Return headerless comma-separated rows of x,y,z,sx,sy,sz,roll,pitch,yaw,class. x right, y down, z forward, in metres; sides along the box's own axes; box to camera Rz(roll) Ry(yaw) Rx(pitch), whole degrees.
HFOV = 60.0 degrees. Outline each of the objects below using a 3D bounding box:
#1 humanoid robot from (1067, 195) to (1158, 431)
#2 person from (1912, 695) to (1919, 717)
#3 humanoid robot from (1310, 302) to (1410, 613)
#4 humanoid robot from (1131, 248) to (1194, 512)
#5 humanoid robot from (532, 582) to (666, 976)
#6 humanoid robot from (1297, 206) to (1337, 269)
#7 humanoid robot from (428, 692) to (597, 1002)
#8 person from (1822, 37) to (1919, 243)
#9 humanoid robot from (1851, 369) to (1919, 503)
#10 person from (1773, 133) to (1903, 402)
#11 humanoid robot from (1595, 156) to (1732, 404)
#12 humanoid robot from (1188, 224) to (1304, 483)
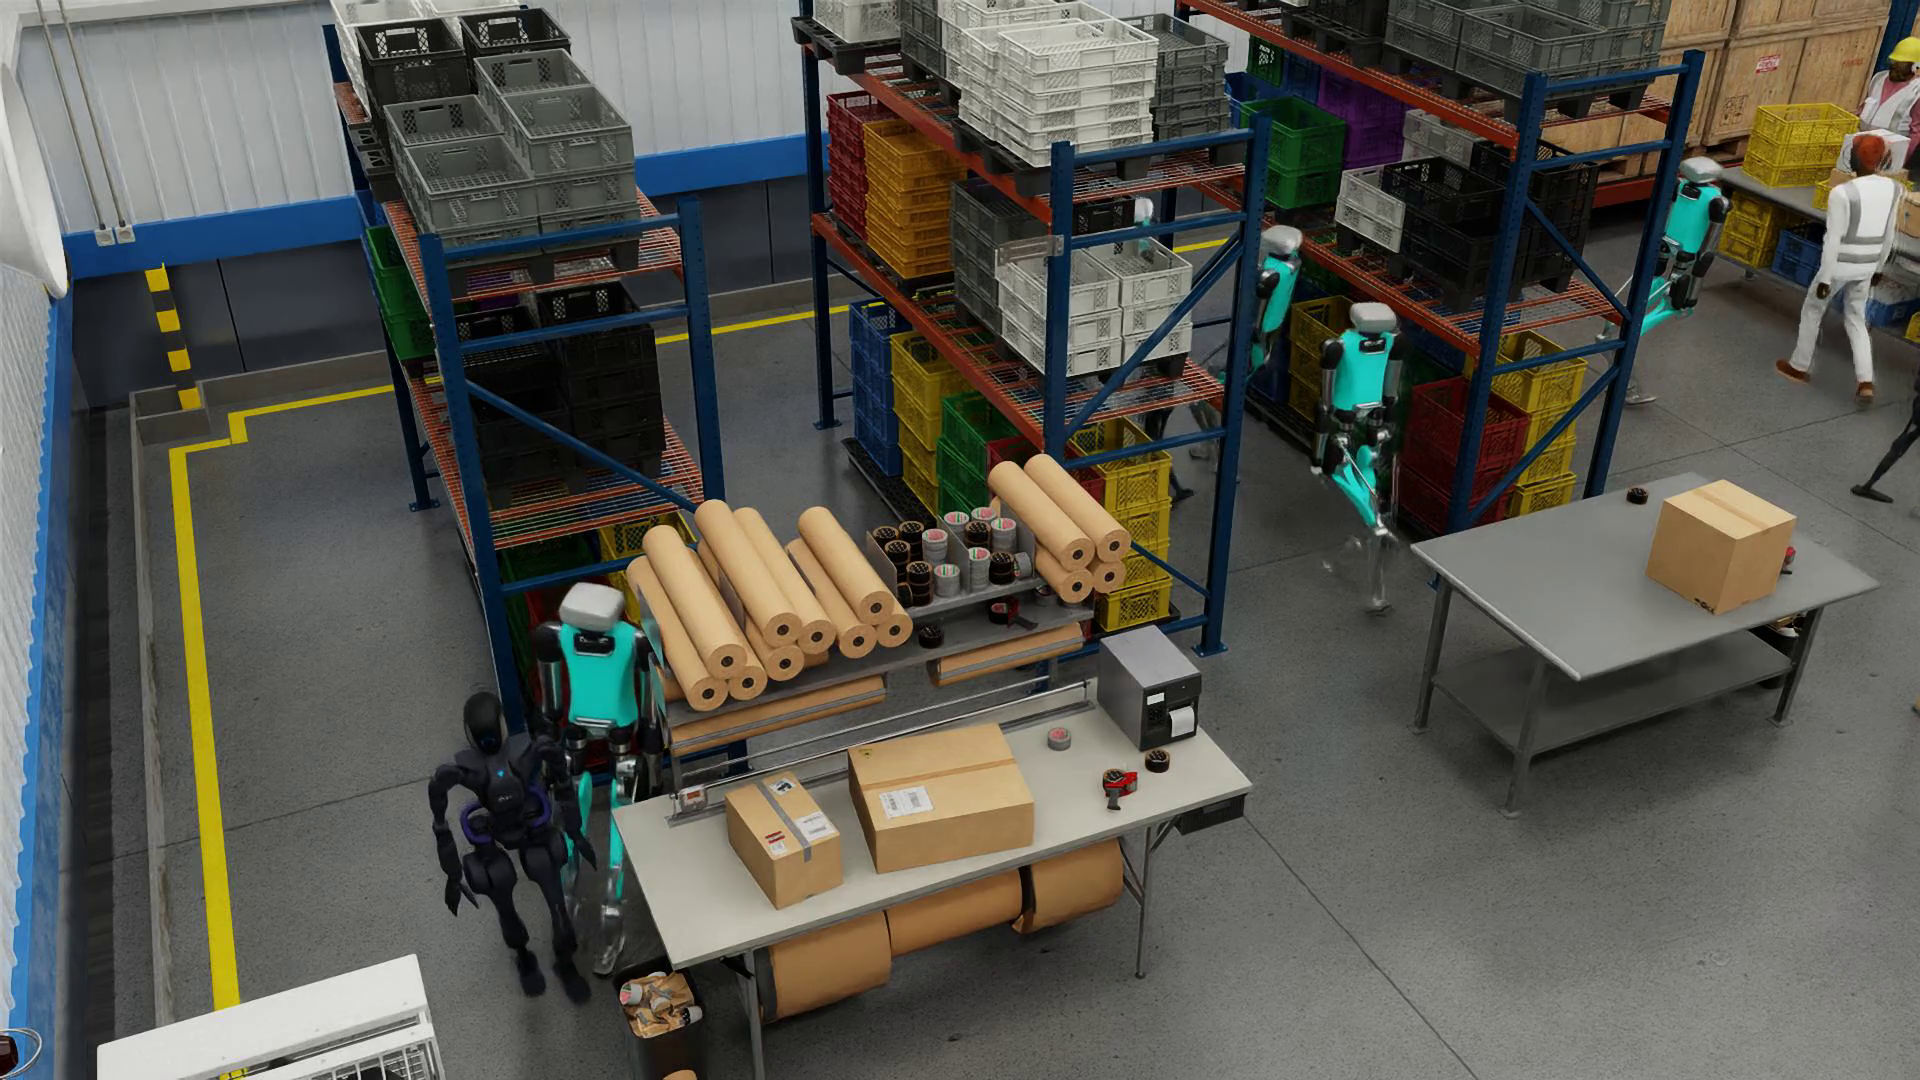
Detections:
0.858,-1.451,10.931,0.804,1.769,0.553,17,35,25,humanoid robot
5.212,0.079,8.165,0.600,2.035,0.398,-11,33,-17,person
2.320,-0.360,9.205,0.532,1.784,0.999,-11,33,-17,humanoid robot
1.258,-1.000,10.252,0.452,1.638,0.590,2,32,4,humanoid robot
-1.492,1.111,6.819,0.547,1.831,0.778,3,32,4,humanoid robot
2.803,-2.512,12.728,0.693,1.635,0.609,-4,32,-7,humanoid robot
-1.778,1.225,6.644,0.609,1.633,0.427,-15,35,-23,humanoid robot
7.573,-3.227,13.717,0.404,1.836,0.586,-14,34,-21,person
6.002,-0.888,10.091,0.713,1.634,0.599,18,36,27,humanoid robot
6.204,-1.847,11.480,0.590,1.845,0.789,-7,32,-11,person
4.670,-1.728,11.279,0.730,1.695,0.534,-10,33,-16,humanoid robot
1.666,-1.176,10.495,0.862,1.786,0.574,16,35,25,humanoid robot
